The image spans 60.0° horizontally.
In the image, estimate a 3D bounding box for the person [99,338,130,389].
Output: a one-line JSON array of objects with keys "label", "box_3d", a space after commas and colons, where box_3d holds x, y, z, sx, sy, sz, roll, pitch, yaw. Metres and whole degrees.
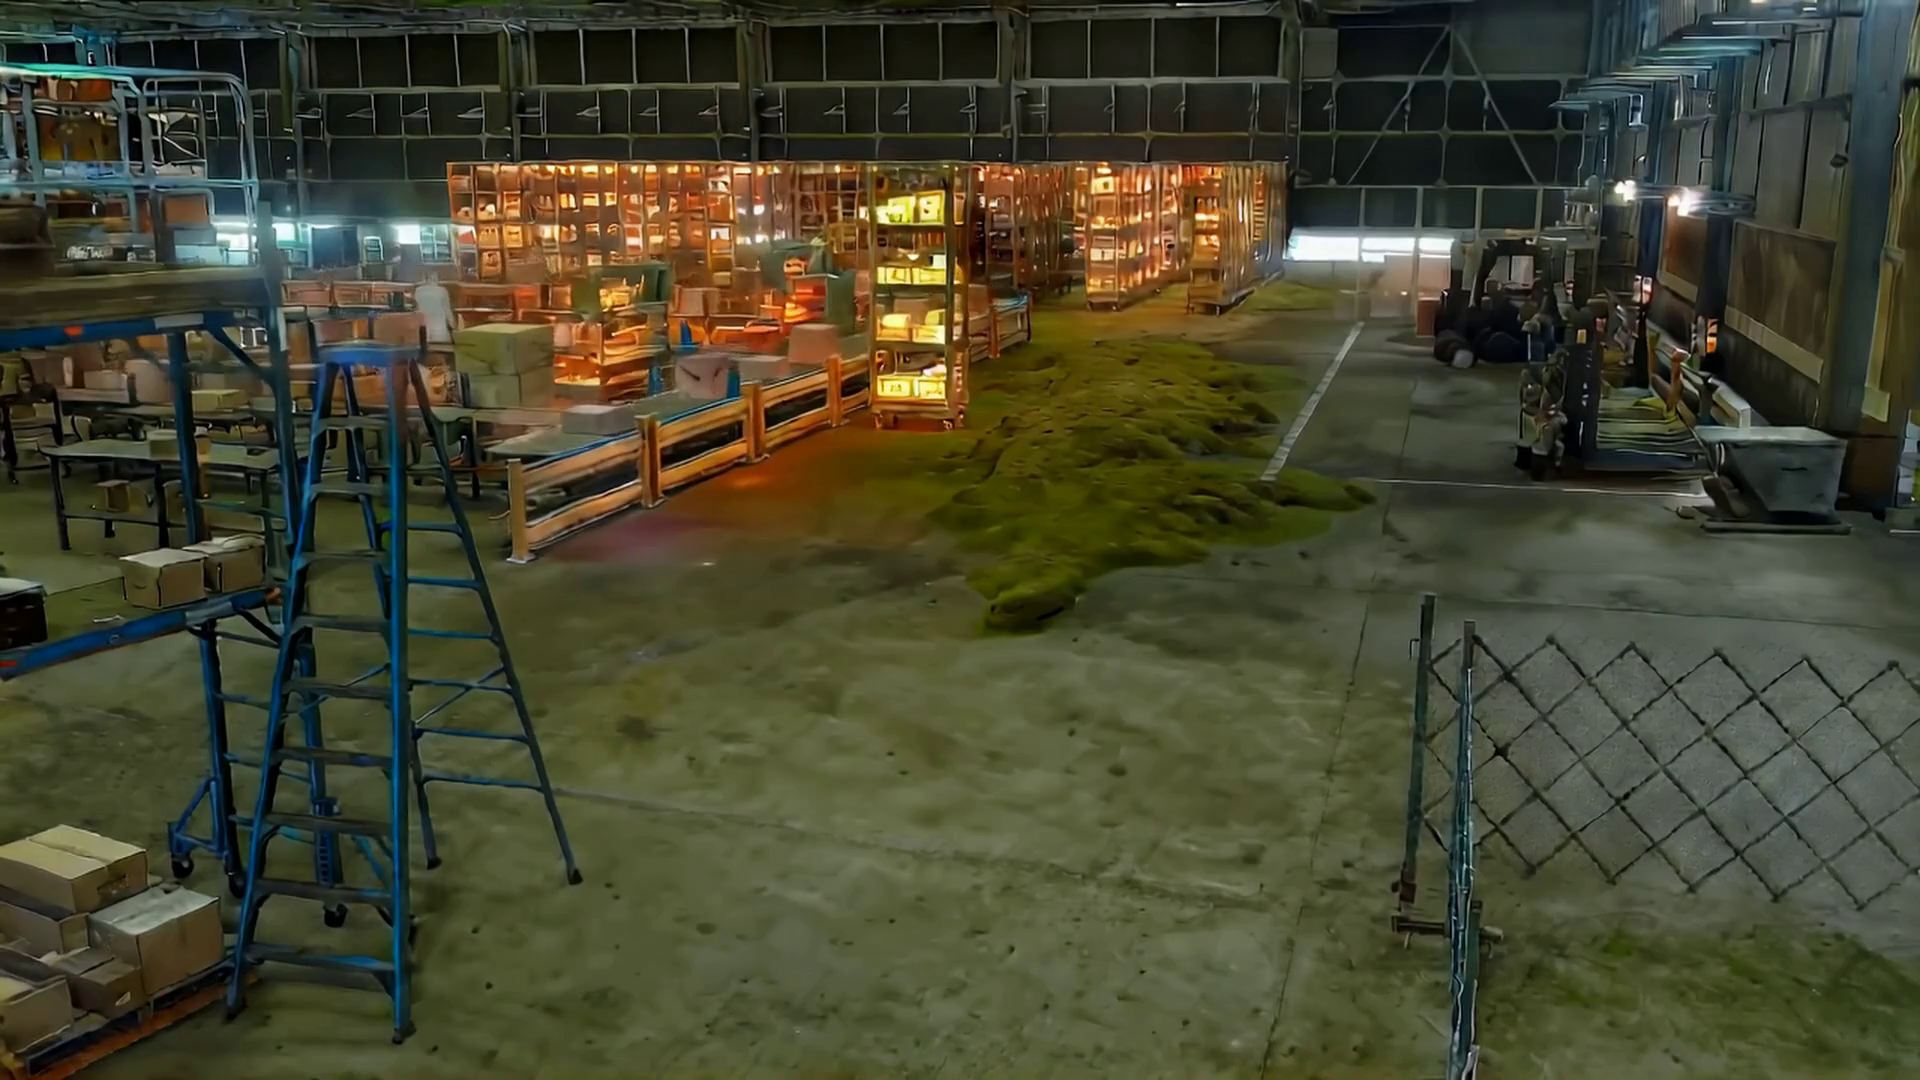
[{"label": "person", "box_3d": [-12.292, -2.790, 24.151, 0.385, 2.045, 0.605, 2, 13, 9]}]

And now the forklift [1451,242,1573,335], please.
[{"label": "forklift", "box_3d": [10.464, -4.597, 31.405, 2.680, 1.987, 1.157, 4, 14, 16]}]

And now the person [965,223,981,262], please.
[{"label": "person", "box_3d": [0.269, -9.264, 52.432, 1.081, 1.883, 0.708, 7, 15, 26]}]

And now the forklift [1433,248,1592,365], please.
[{"label": "forklift", "box_3d": [9.780, -4.111, 29.280, 2.680, 1.987, 1.157, 3, 13, 14]}]

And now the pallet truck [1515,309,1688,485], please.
[{"label": "pallet truck", "box_3d": [7.554, -1.677, 19.446, 1.885, 1.965, 0.823, 3, 13, 14]}]

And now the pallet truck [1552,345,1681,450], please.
[{"label": "pallet truck", "box_3d": [8.641, -1.896, 21.908, 1.630, 1.274, 0.653, 4, 14, 16]}]

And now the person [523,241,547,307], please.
[{"label": "person", "box_3d": [-10.384, -6.422, 40.572, 0.947, 1.717, 0.522, 5, 14, 20]}]

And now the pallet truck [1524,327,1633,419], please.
[{"label": "pallet truck", "box_3d": [9.065, -2.460, 24.370, 1.522, 1.261, 0.704, 3, 13, 14]}]

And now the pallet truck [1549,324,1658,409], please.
[{"label": "pallet truck", "box_3d": [9.824, -2.669, 25.407, 1.601, 1.201, 0.680, 4, 14, 16]}]

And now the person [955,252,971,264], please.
[{"label": "person", "box_3d": [0.040, -8.489, 49.346, 1.012, 1.791, 0.564, 5, 14, 22]}]

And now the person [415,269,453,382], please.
[{"label": "person", "box_3d": [-8.838, -3.624, 28.082, 0.645, 1.899, 0.395, 4, 14, 15]}]

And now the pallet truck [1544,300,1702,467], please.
[{"label": "pallet truck", "box_3d": [8.263, -1.952, 20.631, 1.885, 1.965, 0.823, 5, 14, 20]}]
